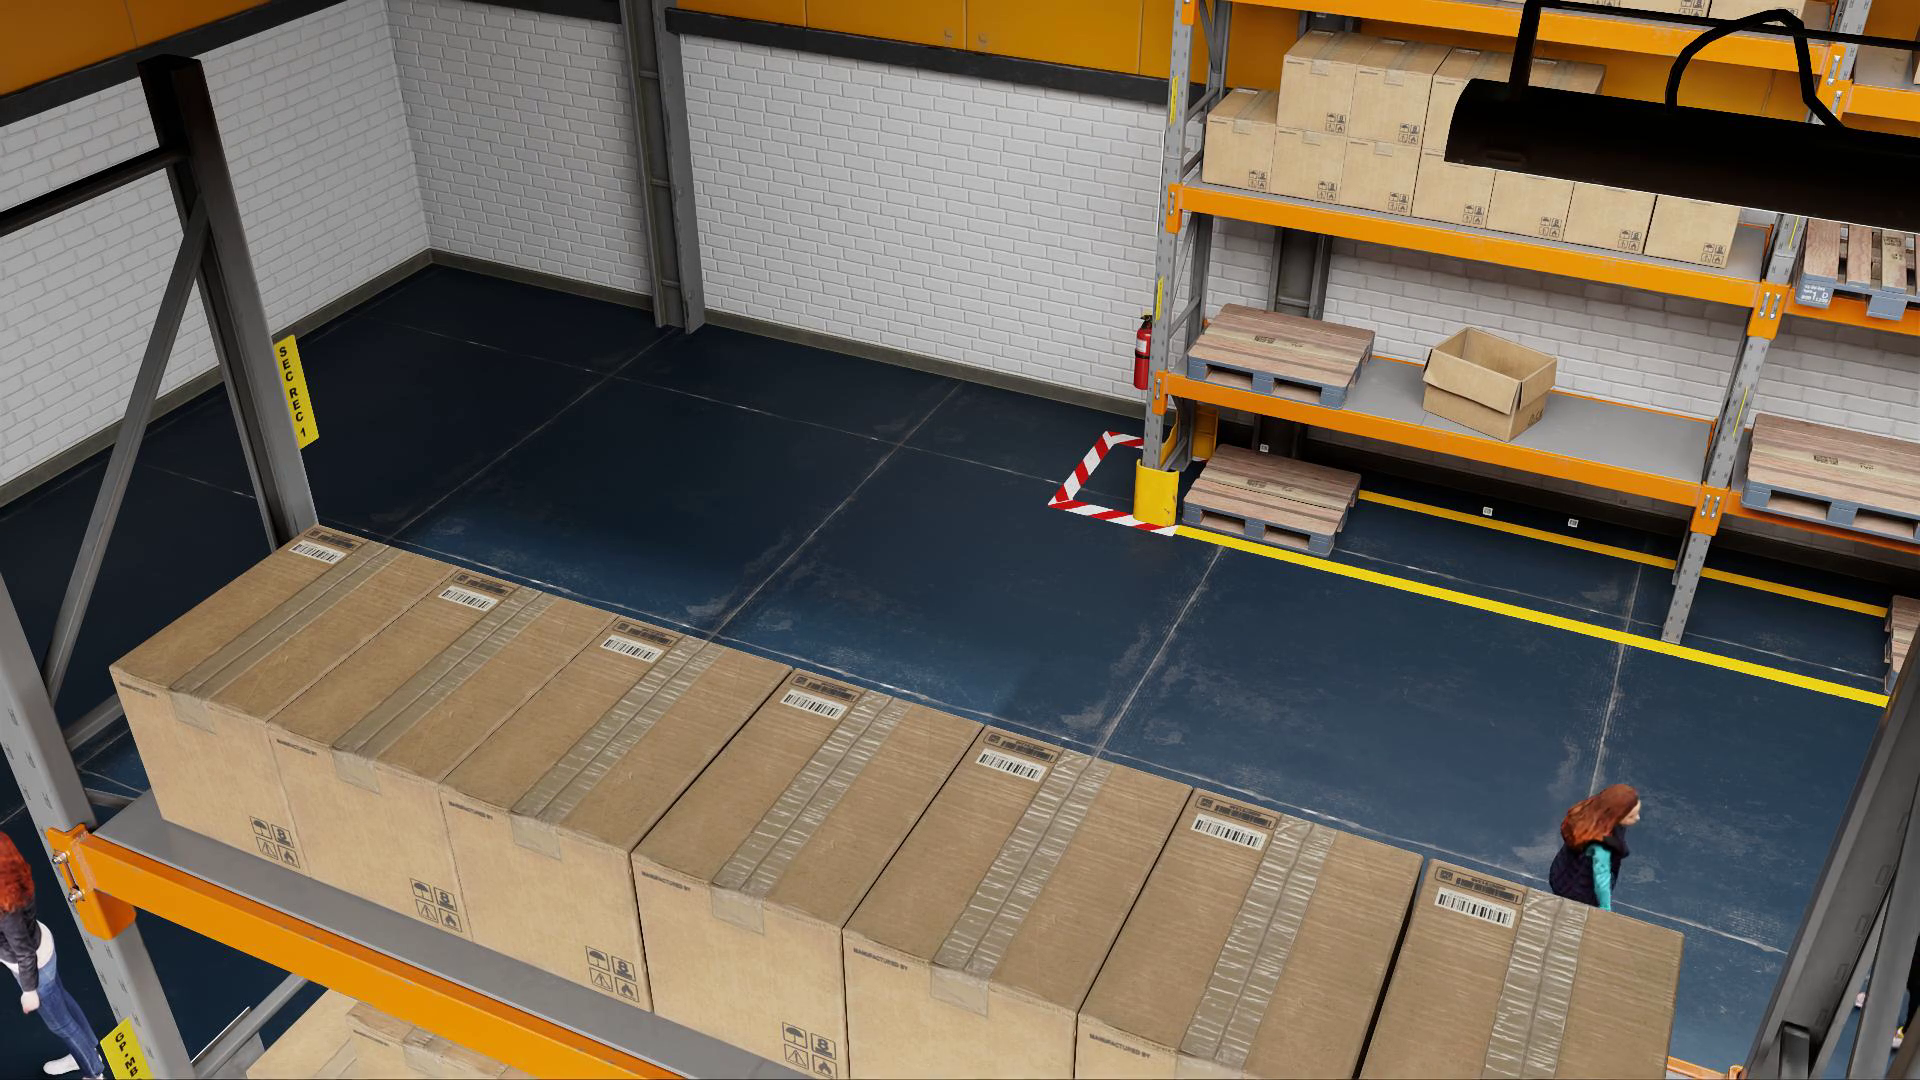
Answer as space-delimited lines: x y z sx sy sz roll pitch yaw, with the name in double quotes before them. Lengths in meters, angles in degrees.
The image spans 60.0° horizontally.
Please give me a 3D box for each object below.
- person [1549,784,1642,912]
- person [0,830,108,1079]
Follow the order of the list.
"person" 3.279 1.872 8.959 1.005 1.465 0.601 16 37 23
"person" -4.617 2.121 8.294 0.729 1.787 0.647 -18 38 -25
